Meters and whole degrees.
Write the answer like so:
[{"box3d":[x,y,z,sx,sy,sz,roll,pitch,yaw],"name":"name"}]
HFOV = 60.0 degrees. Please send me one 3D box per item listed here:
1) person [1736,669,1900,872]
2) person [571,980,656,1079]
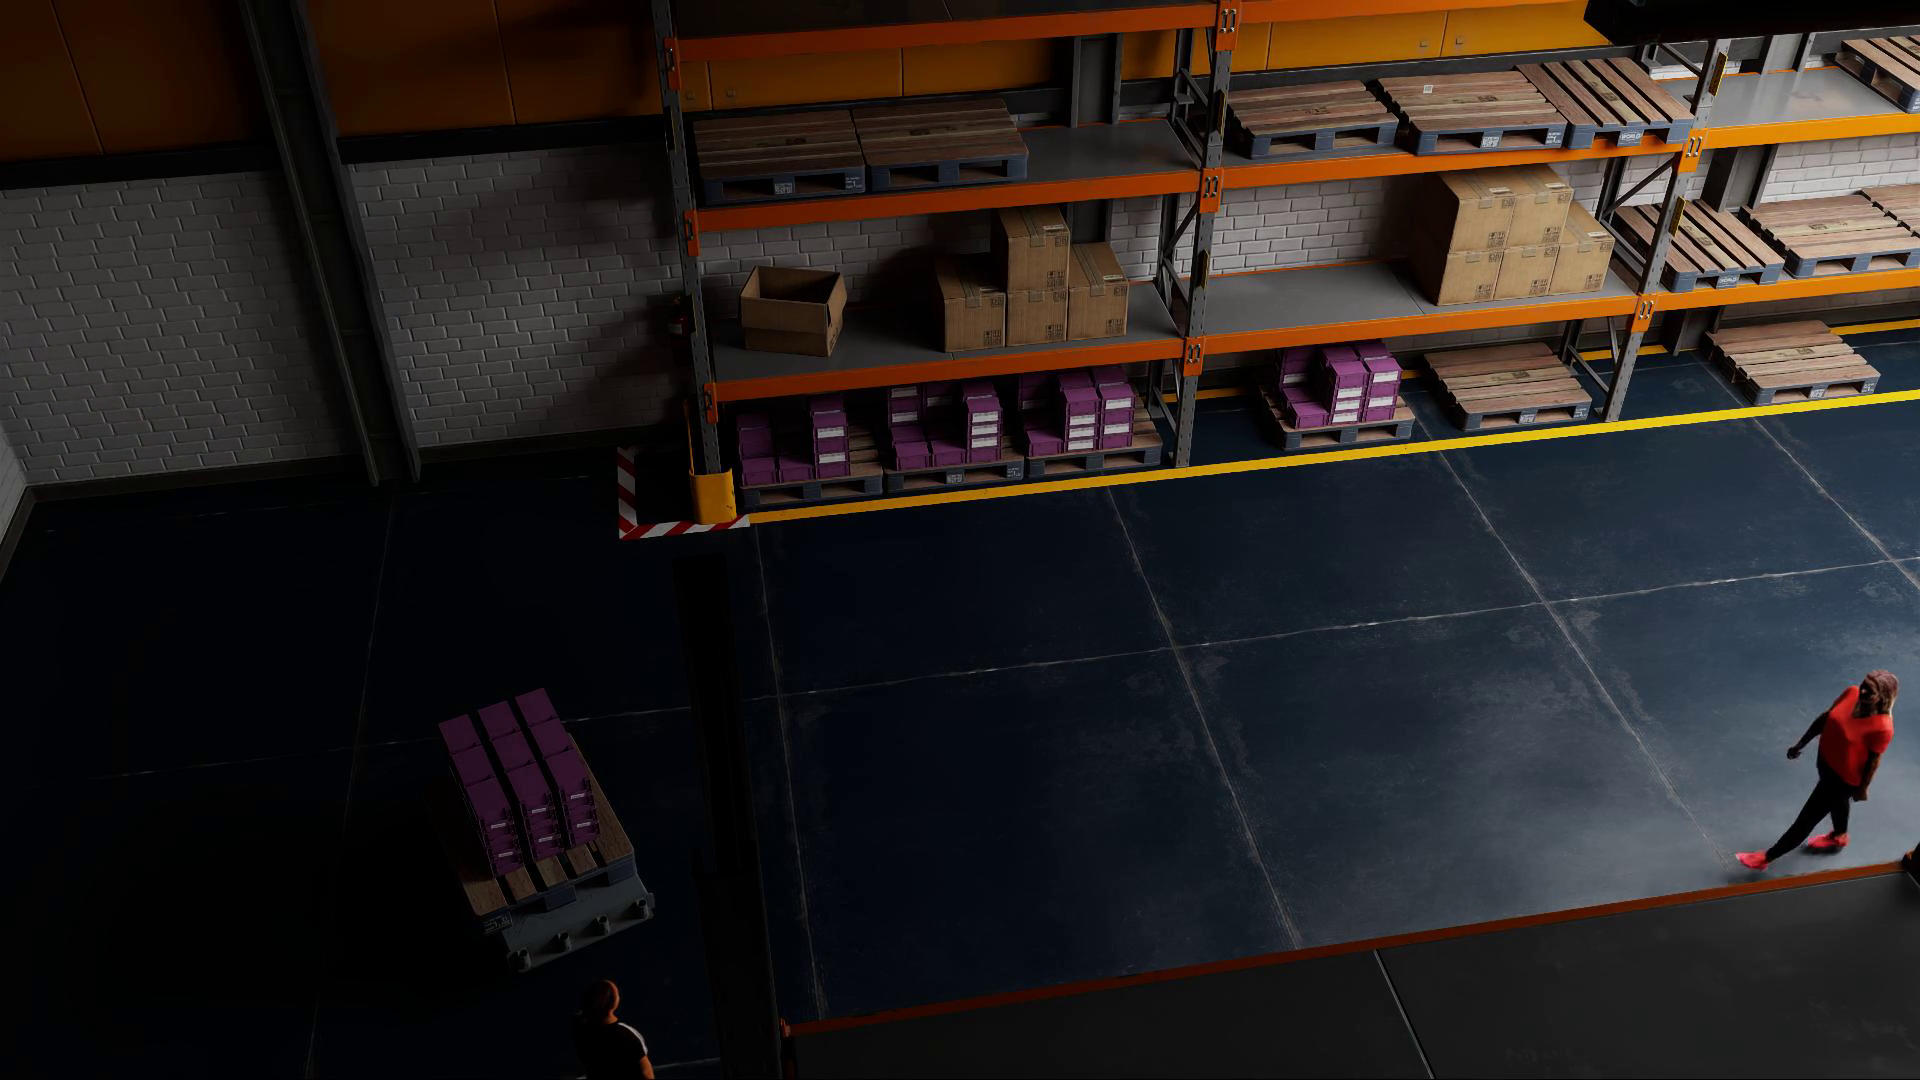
[{"box3d":[5.642,1.443,10.504,1.115,1.646,0.673,-3,39,-3],"name":"person"},{"box3d":[-1.788,2.867,8.704,0.620,1.668,0.720,14,41,17],"name":"person"}]
